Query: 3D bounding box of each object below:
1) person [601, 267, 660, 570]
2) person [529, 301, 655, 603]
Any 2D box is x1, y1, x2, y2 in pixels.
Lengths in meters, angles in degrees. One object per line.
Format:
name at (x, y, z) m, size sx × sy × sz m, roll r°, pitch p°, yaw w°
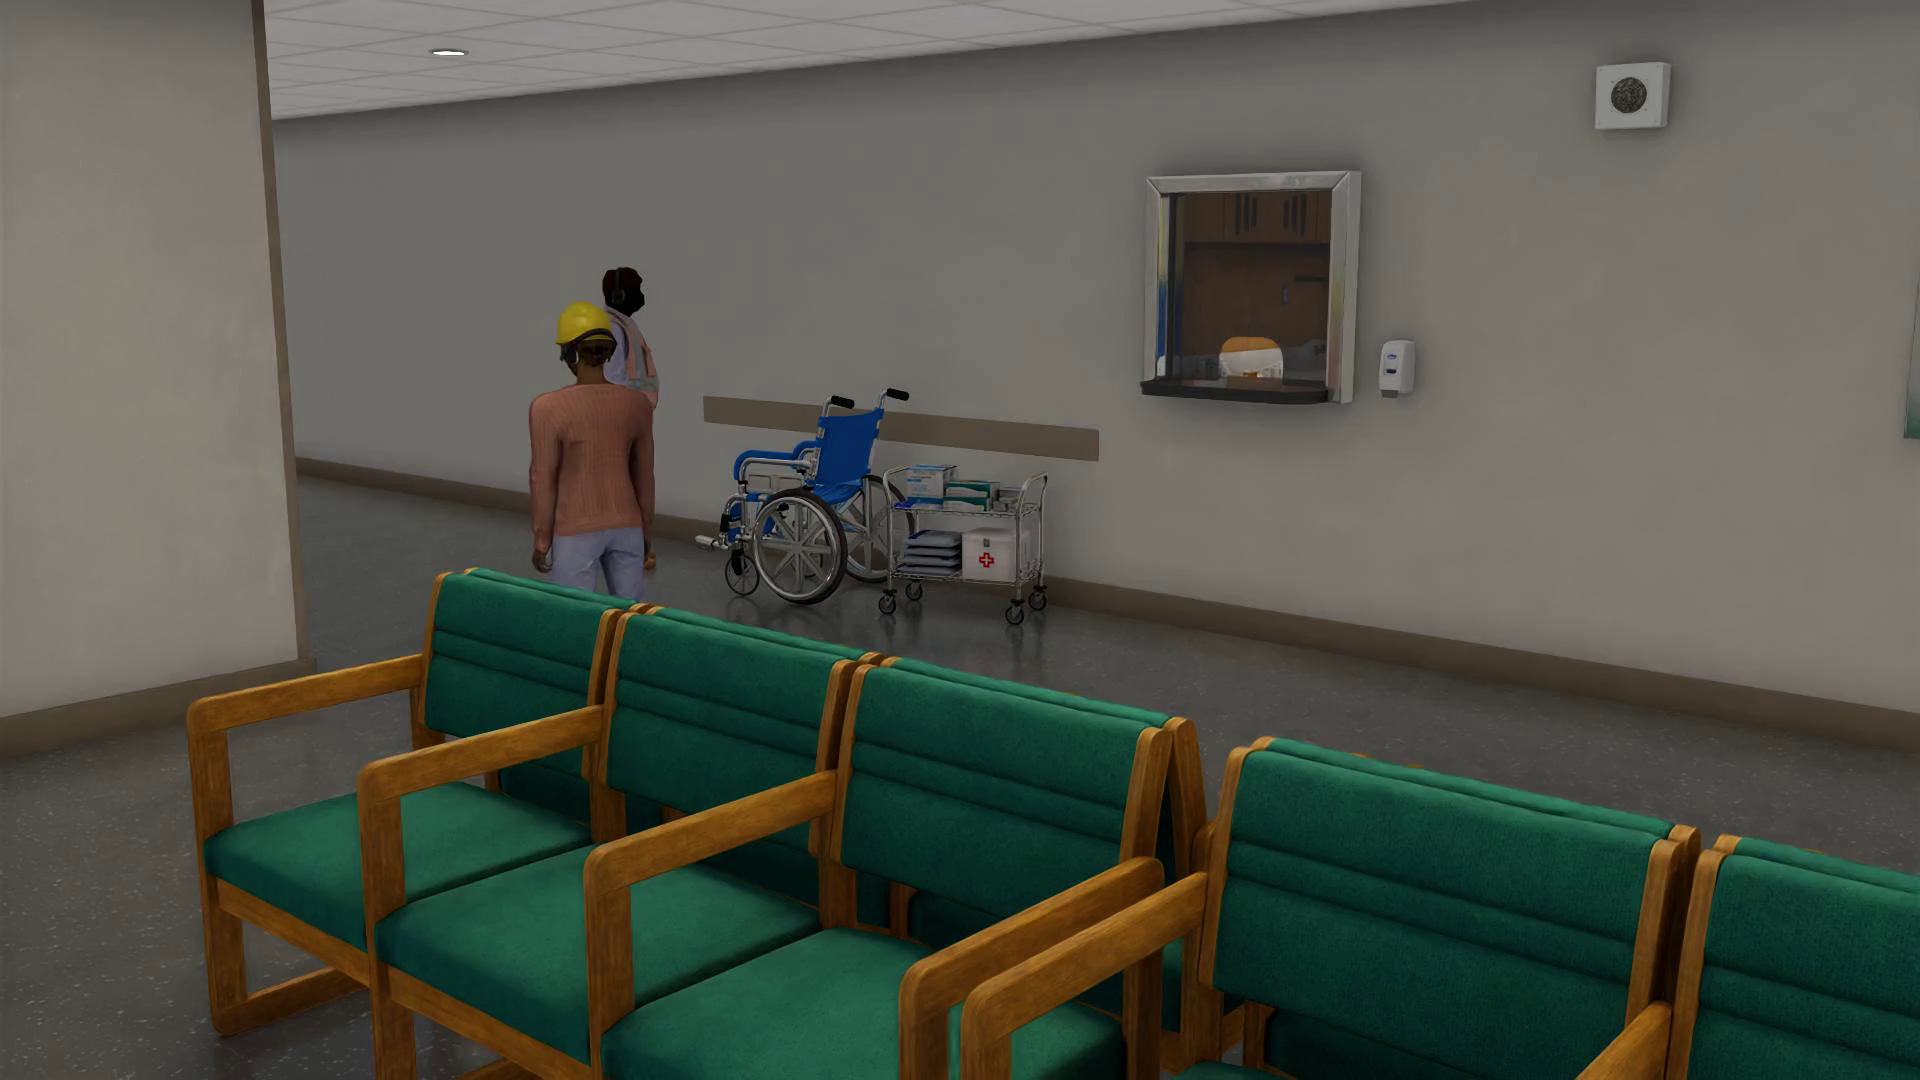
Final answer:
person at (-2.060, -0.746, 10.234) m, size 0.430 × 1.845 × 0.623 m, roll -1°, pitch 10°, yaw -6°
person at (-1.411, -0.031, 6.406) m, size 0.518 × 1.756 × 0.344 m, roll -9°, pitch 13°, yaw -41°
